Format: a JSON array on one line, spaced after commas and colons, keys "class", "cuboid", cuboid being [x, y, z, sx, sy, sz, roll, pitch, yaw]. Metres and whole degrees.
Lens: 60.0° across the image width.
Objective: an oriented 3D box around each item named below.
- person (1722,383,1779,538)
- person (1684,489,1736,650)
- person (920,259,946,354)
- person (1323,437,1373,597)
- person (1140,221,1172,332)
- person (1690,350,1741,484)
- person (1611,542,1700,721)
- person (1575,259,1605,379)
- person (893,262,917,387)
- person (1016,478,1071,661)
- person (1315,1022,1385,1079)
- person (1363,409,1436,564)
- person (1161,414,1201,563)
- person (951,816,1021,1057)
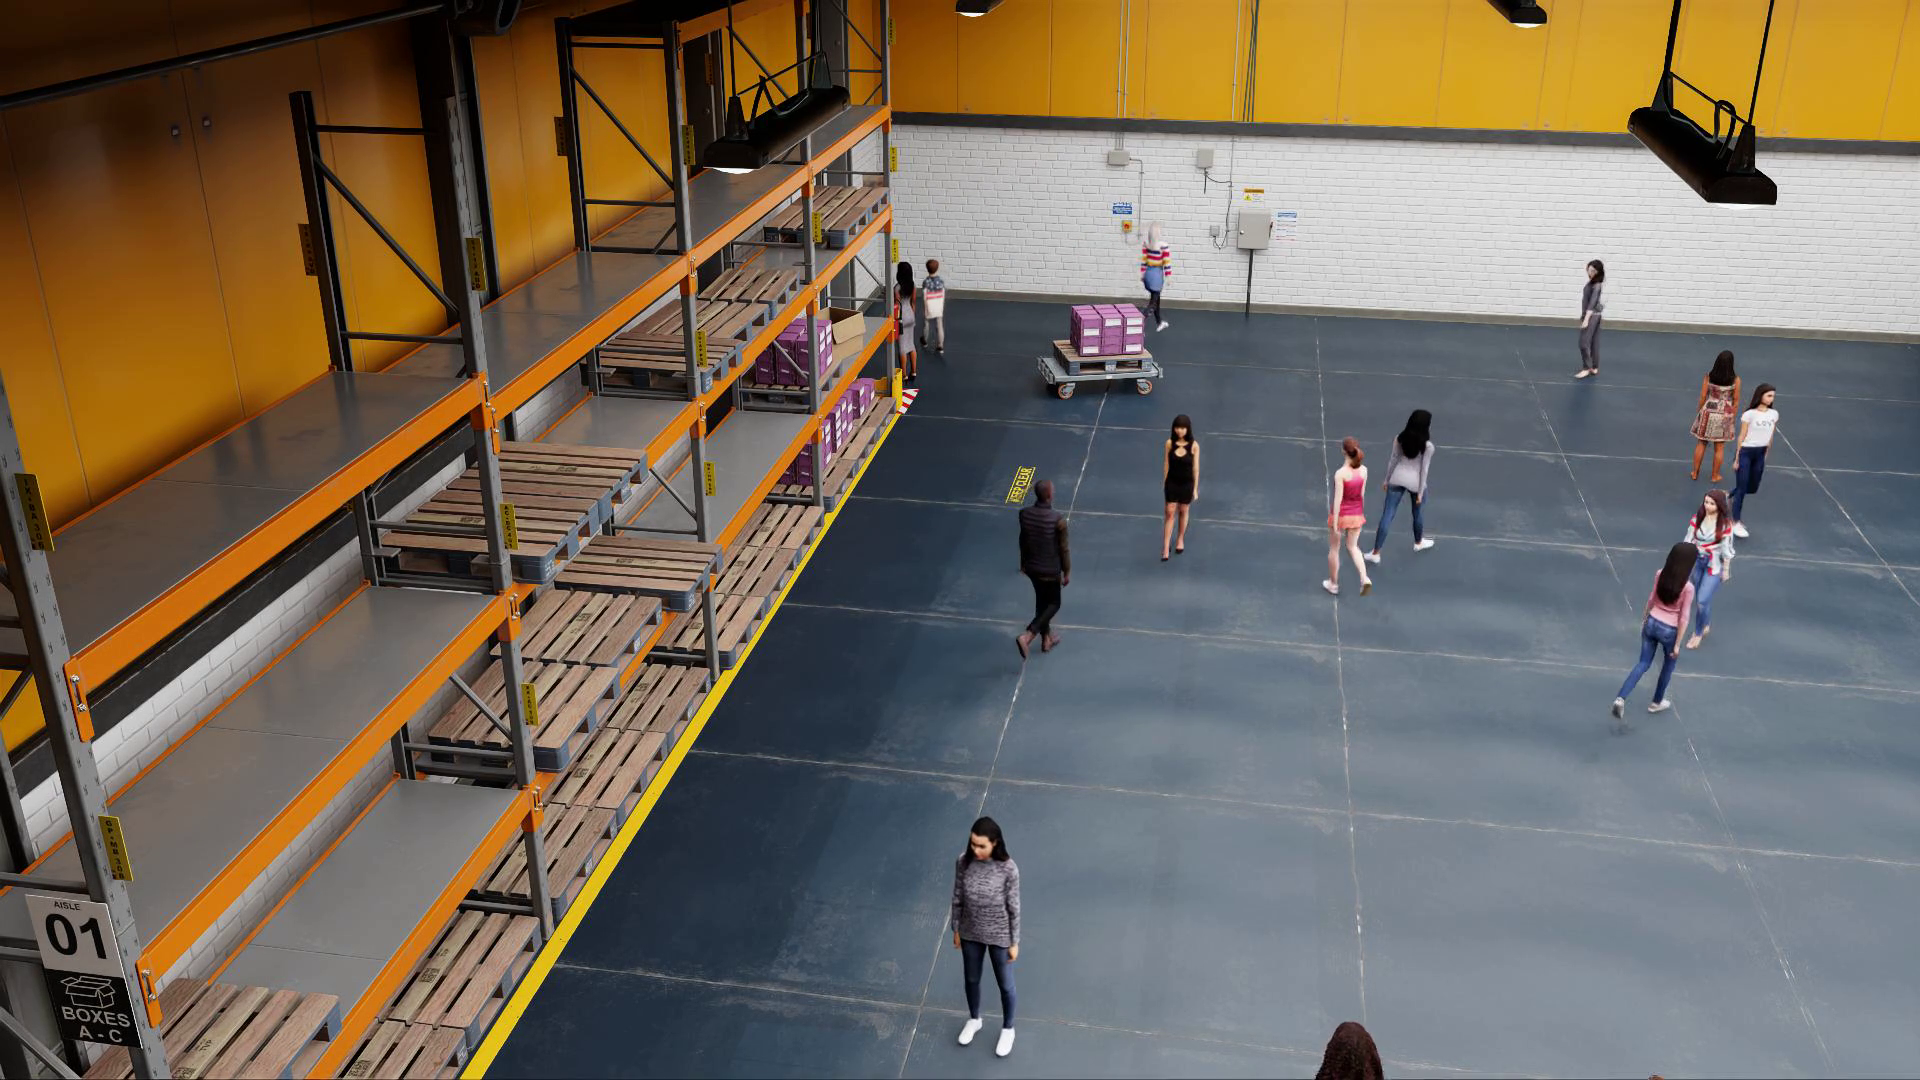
[{"class": "person", "cuboid": [8.832, -0.937, 18.715, 0.791, 1.762, 1.006, -4, 24, -9]}, {"class": "person", "cuboid": [7.344, 0.236, 16.248, 0.892, 1.589, 0.830, -18, 29, -35]}, {"class": "person", "cuboid": [-0.373, -3.482, 24.984, 0.852, 1.403, 1.039, -9, 25, -19]}, {"class": "person", "cuboid": [4.012, -0.195, 17.048, 0.825, 1.738, 1.004, -8, 25, -18]}, {"class": "person", "cuboid": [2.957, -4.020, 25.746, 1.225, 1.779, 1.083, -21, 31, -39]}, {"class": "person", "cuboid": [9.166, -1.510, 20.171, 0.710, 1.645, 0.646, 12, 26, 26]}, {"class": "person", "cuboid": [6.162, 0.832, 14.723, 1.101, 1.717, 1.053, -18, 29, -35]}, {"class": "person", "cuboid": [9.100, -3.191, 23.915, 0.792, 1.728, 0.597, 14, 27, 29]}, {"class": "person", "cuboid": [-0.788, -3.074, 23.579, 0.730, 1.781, 0.630, 21, 31, 39]}, {"class": "person", "cuboid": [0.754, 0.305, 15.802, 0.985, 1.818, 1.137, 16, 28, 33]}, {"class": "person", "cuboid": [2.074, 3.378, 9.041, 0.682, 1.603, 0.715, -2, 24, -5]}, {"class": "person", "cuboid": [4.755, -0.537, 17.888, 1.008, 1.691, 1.228, 13, 27, 27]}, {"class": "person", "cuboid": [2.429, -0.613, 18.136, 0.605, 1.631, 0.835, 6, 24, 14]}, {"class": "person", "cuboid": [0.186, 2.538, 10.804, 0.654, 1.731, 0.585, 9, 25, 19]}]
